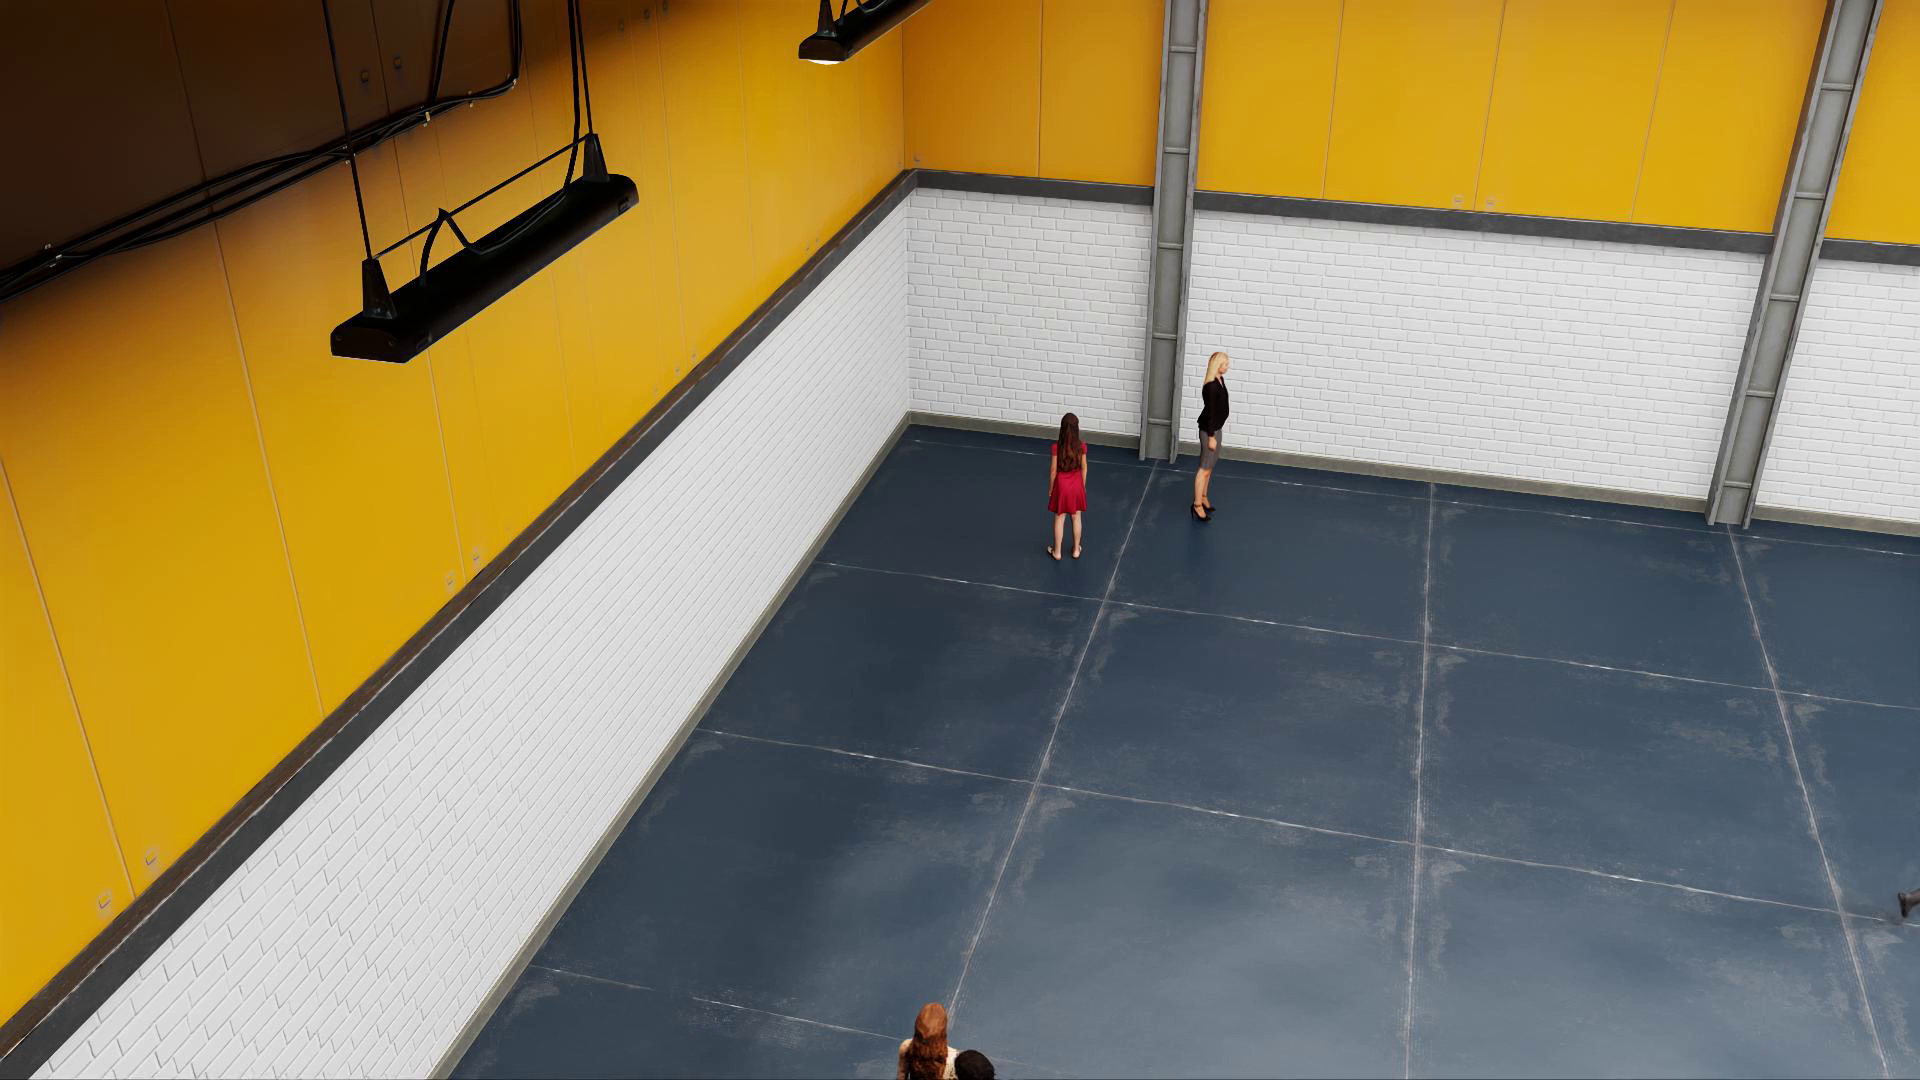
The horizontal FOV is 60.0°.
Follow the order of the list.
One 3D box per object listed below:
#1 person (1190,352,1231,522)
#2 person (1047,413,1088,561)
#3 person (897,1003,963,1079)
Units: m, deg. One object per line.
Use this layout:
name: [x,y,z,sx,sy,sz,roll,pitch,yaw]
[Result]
person: [2.573,-1.041,17.138,0.518,1.757,0.604,9,30,16]
person: [1.063,-0.537,16.425,0.651,1.554,0.712,-5,29,-9]
person: [-0.175,3.285,9.362,0.790,1.609,0.623,7,29,13]
